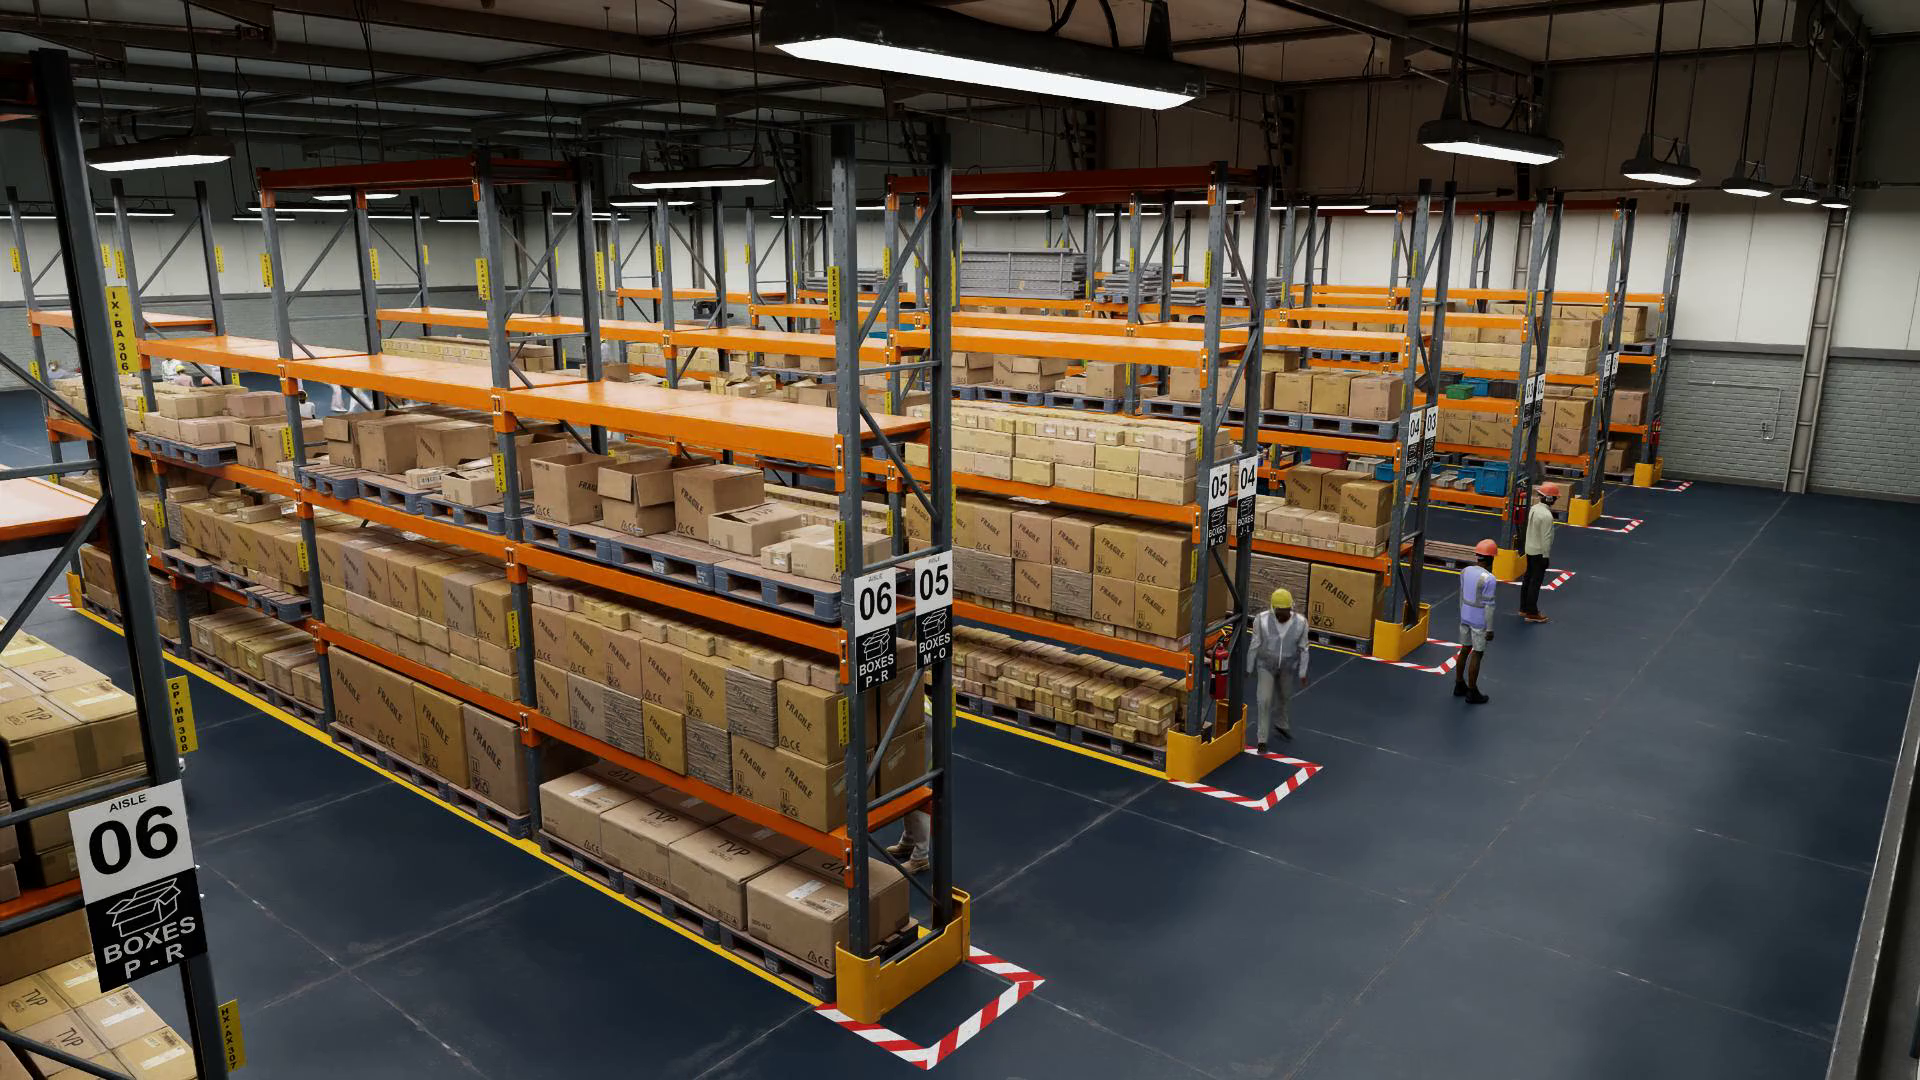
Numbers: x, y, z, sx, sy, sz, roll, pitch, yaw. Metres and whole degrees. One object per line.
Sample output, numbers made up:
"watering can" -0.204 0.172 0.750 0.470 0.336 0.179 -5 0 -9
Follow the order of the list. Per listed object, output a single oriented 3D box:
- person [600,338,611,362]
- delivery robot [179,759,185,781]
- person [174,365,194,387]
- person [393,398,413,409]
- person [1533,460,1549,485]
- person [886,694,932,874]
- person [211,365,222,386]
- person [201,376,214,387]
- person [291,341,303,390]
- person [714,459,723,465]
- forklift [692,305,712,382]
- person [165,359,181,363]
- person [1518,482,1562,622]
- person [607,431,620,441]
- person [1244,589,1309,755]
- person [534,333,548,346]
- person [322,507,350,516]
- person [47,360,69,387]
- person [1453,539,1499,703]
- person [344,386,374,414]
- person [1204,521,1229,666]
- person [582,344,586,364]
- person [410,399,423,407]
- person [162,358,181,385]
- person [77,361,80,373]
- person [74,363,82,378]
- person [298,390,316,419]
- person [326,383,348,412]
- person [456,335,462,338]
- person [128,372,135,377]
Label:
"person" -12.933 -6.551 45.889 0.965 1.780 0.603 9 16 33
"delivery robot" -7.869 2.250 12.111 0.707 0.478 0.477 0 14 0
"person" -22.185 -4.118 35.932 0.674 1.743 0.544 5 14 19
"person" -13.295 -2.717 30.218 0.536 1.722 0.898 -1 14 -3
"person" 11.947 -1.720 25.909 0.623 1.817 0.434 -12 18 -41
"person" -0.437 1.938 10.818 0.429 1.845 0.621 -4 14 -17
"person" -23.684 -5.231 40.220 0.655 1.890 0.560 5 15 21
"person" -18.158 -2.945 30.536 0.620 2.026 0.473 -4 14 -17
"person" -22.516 -5.795 42.496 0.651 1.906 0.401 -1 14 -3
"person" -5.253 -2.072 27.127 0.544 1.933 0.376 4 14 17
"forklift" -9.511 -7.392 47.124 1.873 2.768 1.129 11 17 38
"person" -24.752 -5.055 39.662 0.960 1.820 0.519 9 16 33
"person" 8.220 0.160 17.835 0.407 1.987 0.614 1 14 6
"person" -7.403 -1.851 26.340 0.583 1.870 0.422 -2 14 -9
"person" 3.338 1.365 13.305 0.675 1.767 0.886 2 14 6
"person" -17.001 -7.842 51.143 0.529 1.797 0.944 -4 14 -16
"person" -11.396 -1.044 22.977 0.786 1.897 0.604 0 14 -1
"person" -25.887 -4.253 36.219 0.632 1.889 1.021 -2 14 -10
"person" 6.074 0.937 14.762 0.389 1.929 0.545 -4 14 -14
"person" -18.413 -4.774 38.467 0.582 1.840 0.981 12 18 40
"person" 3.199 0.568 16.038 0.395 2.038 0.615 8 16 29
"person" -13.206 -6.389 45.076 0.429 1.840 0.633 5 15 21
"person" -16.059 -4.391 37.037 0.528 1.759 0.341 1 14 2
"person" -24.047 -4.834 38.465 0.602 1.943 0.393 0 14 0
"person" -26.280 -4.598 38.042 0.529 1.679 0.537 3 14 13
"person" -23.992 -3.875 34.405 0.681 2.000 0.908 10 17 37
"person" -15.236 -2.570 29.319 0.520 1.865 0.328 -7 15 -25
"person" -19.130 -4.860 38.723 0.781 1.871 0.636 2 14 9
"person" -17.723 -6.335 44.732 0.638 1.902 0.406 -12 18 -40
"person" -23.646 -4.078 36.002 0.280 1.633 0.500 11 17 37
